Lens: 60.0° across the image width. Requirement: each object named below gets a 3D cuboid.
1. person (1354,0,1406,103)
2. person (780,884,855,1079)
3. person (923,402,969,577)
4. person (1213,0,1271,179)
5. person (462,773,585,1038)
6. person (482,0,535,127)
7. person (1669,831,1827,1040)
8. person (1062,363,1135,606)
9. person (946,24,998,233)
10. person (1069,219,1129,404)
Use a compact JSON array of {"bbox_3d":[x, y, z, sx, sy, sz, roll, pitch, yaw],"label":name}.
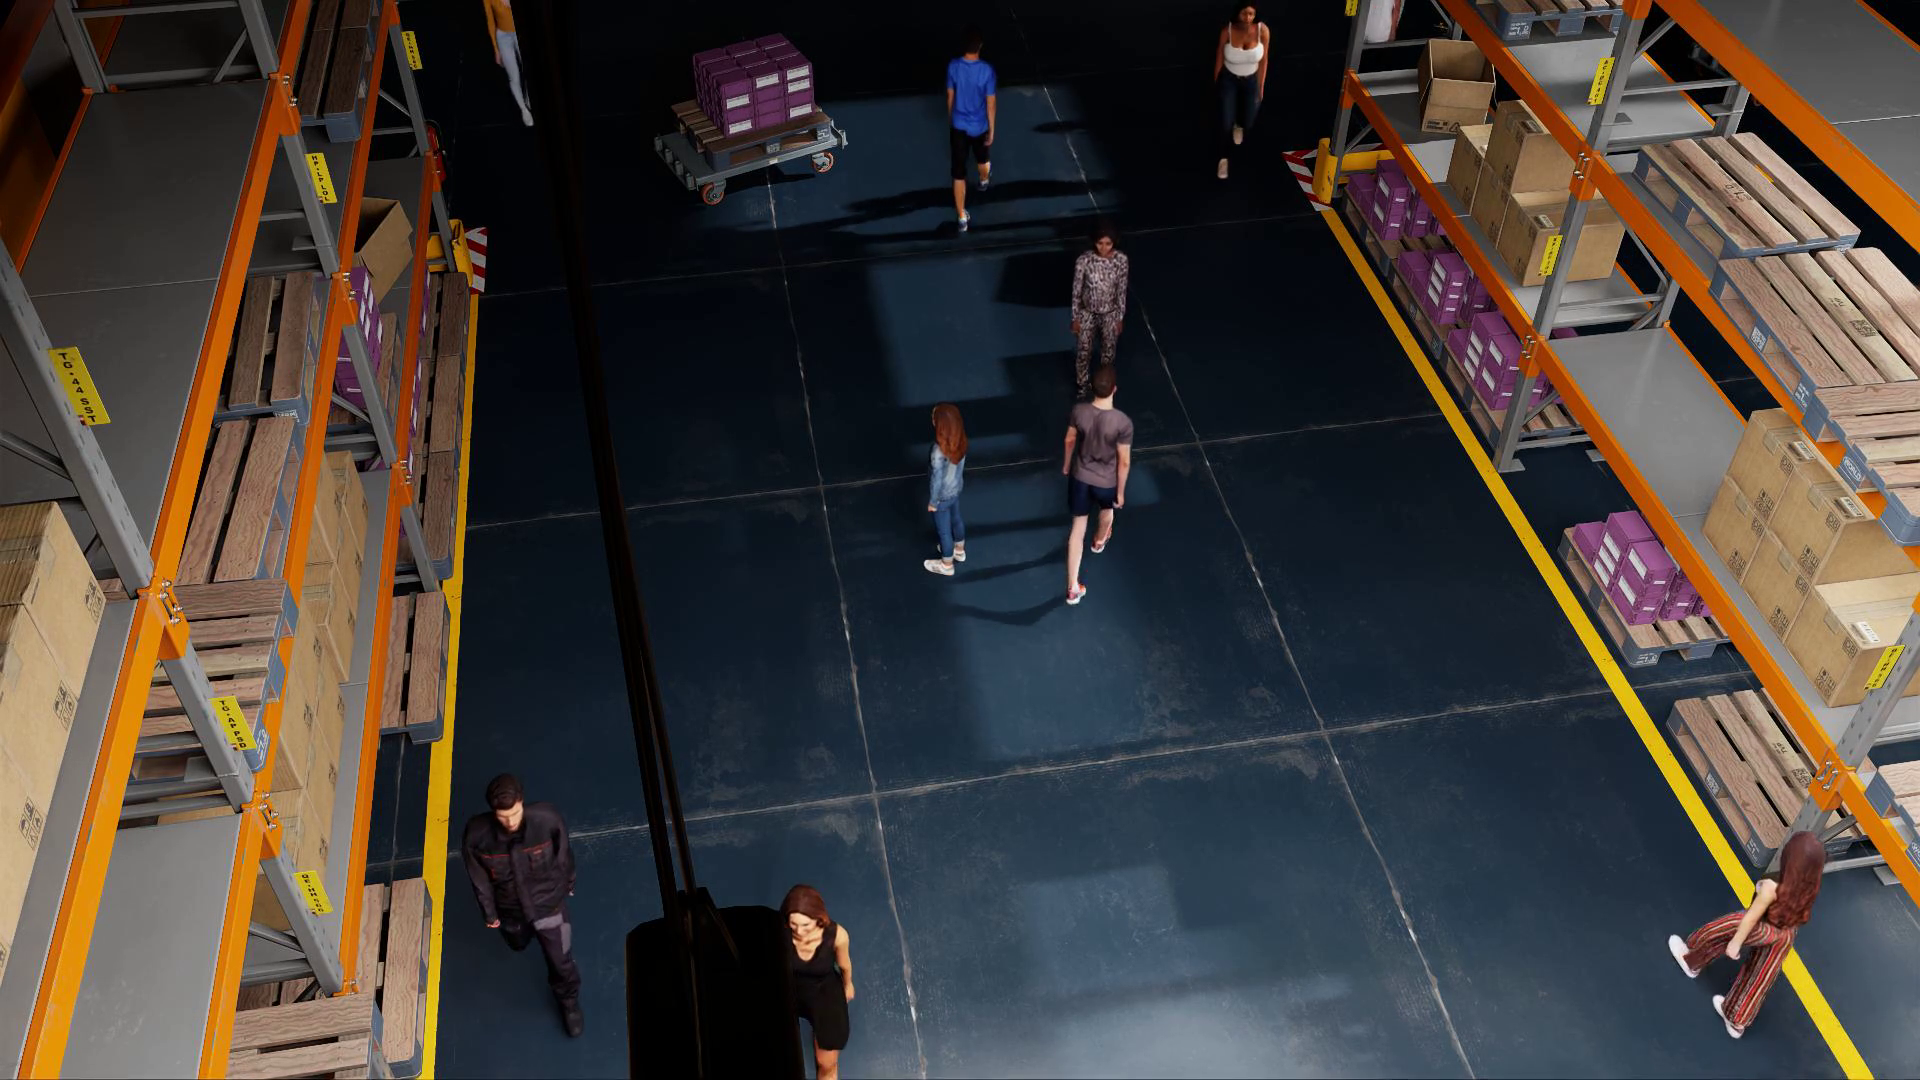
[{"bbox_3d":[4.101,-5.084,16.456,0.870,1.678,0.773,-28,50,-27],"label":"person"},{"bbox_3d":[-0.755,2.292,8.631,0.792,1.793,1.172,3,44,3],"label":"person"},{"bbox_3d":[-0.087,-0.362,11.646,0.687,1.475,0.591,16,46,16],"label":"person"},{"bbox_3d":[2.609,-4.291,15.542,0.801,1.791,1.017,5,44,6],"label":"person"},{"bbox_3d":[-2.355,1.851,9.009,0.734,1.909,1.124,-10,45,-11],"label":"person"},{"bbox_3d":[-4.397,-4.880,16.197,0.651,1.740,0.681,-20,47,-20],"label":"person"},{"bbox_3d":[4.370,2.163,8.947,0.592,1.543,0.872,-9,44,-9],"label":"person"},{"bbox_3d":[0.898,-0.349,11.392,1.036,1.807,1.288,12,45,13],"label":"person"},{"bbox_3d":[0.064,-3.615,14.812,0.914,1.819,1.278,6,44,7],"label":"person"},{"bbox_3d":[1.080,-1.770,12.952,0.643,1.715,0.680,5,44,5],"label":"person"}]
